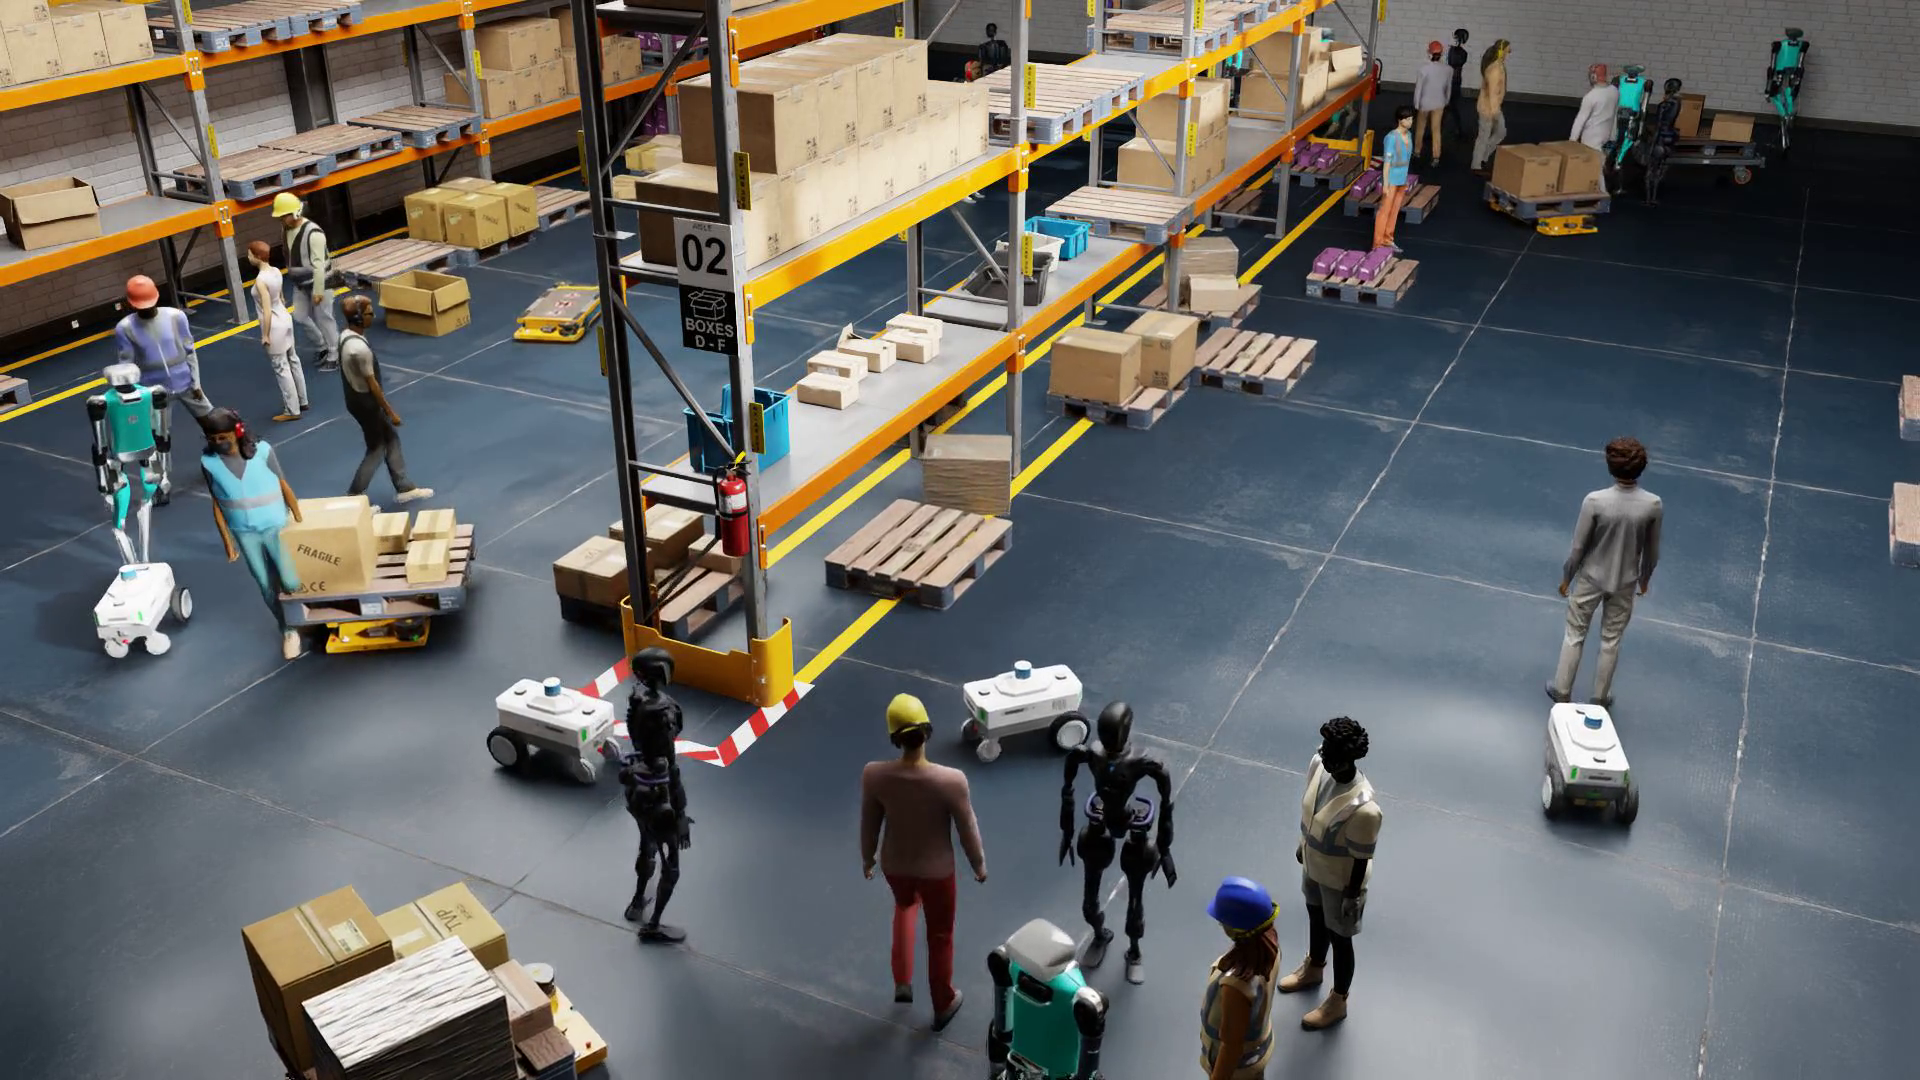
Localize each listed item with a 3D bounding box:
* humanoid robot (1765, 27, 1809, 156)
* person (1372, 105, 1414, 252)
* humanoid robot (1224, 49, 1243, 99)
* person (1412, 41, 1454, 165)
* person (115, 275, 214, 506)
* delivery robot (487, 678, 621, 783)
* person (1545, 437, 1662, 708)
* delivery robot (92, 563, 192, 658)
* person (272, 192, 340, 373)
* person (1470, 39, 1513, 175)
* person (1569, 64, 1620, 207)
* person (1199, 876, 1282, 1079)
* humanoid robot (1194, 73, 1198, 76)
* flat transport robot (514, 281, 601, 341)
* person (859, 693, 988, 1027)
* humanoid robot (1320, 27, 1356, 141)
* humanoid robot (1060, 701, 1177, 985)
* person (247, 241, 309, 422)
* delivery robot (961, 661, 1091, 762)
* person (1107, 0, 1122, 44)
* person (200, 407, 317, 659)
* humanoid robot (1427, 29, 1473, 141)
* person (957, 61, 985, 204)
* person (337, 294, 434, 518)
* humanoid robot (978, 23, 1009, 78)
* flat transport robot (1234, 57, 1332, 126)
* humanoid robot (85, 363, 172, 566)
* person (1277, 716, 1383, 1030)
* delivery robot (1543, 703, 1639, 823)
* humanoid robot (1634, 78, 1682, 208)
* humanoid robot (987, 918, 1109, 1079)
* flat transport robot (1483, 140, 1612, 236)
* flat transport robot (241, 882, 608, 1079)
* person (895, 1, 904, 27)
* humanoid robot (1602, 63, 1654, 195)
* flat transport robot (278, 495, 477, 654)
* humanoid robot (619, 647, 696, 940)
[{"bbox_3d":[12.170,-6.516,24.315,0.540,1.781,0.918,-1,26,-3],"label":"humanoid robot"},{"bbox_3d":[5.148,-4.245,19.666,0.303,1.764,0.508,24,35,39],"label":"person"},{"bbox_3d":[3.866,-6.822,24.828,0.688,1.738,0.535,4,27,8],"label":"humanoid robot"},{"bbox_3d":[6.758,-6.273,23.830,0.553,1.694,0.936,1,26,1],"label":"person"},{"bbox_3d":[-6.396,-1.270,13.518,0.775,1.896,0.560,-16,30,-29],"label":"person"},{"bbox_3d":[-2.500,1.126,10.203,0.791,0.614,0.499,12,29,23],"label":"delivery robot"},{"bbox_3d":[4.065,0.251,10.443,0.576,1.896,0.402,4,27,9],"label":"person"},{"bbox_3d":[-5.711,0.451,11.566,0.501,0.614,0.785,-3,26,-6],"label":"delivery robot"},{"bbox_3d":[-6.287,-2.477,16.060,0.597,1.802,0.458,16,31,30],"label":"person"},{"bbox_3d":[7.410,-5.998,23.099,0.473,1.862,0.558,13,29,24],"label":"person"},{"bbox_3d":[8.120,-5.222,21.541,0.653,1.844,1.010,-19,32,-33],"label":"person"},{"bbox_3d":[1.118,2.108,6.819,0.308,1.777,0.461,12,29,22],"label":"person"},{"bbox_3d":[3.111,-6.029,23.379,0.608,1.638,0.470,21,33,36],"label":"humanoid robot"},{"bbox_3d":[-4.189,-2.428,17.683,0.659,0.231,1.431,3,26,6],"label":"flat transport robot"},{"bbox_3d":[-0.171,1.549,7.996,0.614,1.728,0.402,9,28,17],"label":"person"},{"bbox_3d":[5.606,-6.608,24.483,0.831,1.772,0.534,15,30,27],"label":"humanoid robot"},{"bbox_3d":[0.786,1.477,8.224,0.613,1.639,0.404,8,28,17],"label":"humanoid robot"},{"bbox_3d":[-6.187,-1.889,15.025,0.273,1.657,0.464,0,26,1],"label":"person"},{"bbox_3d":[0.393,1.021,10.358,0.738,0.563,0.499,-10,28,-19],"label":"delivery robot"},{"bbox_3d":[2.643,-8.993,29.071,0.410,1.931,0.530,-7,27,-14],"label":"person"},{"bbox_3d":[-4.666,-0.059,11.125,0.572,1.842,0.457,-5,27,-11],"label":"person"},{"bbox_3d":[7.476,-6.856,25.074,0.749,1.622,0.592,1,26,1],"label":"humanoid robot"},{"bbox_3d":[0.107,-5.367,21.857,0.378,1.835,0.562,10,28,20],"label":"person"},{"bbox_3d":[-4.673,-1.057,13.161,0.726,1.818,0.520,-11,29,-22],"label":"person"},{"bbox_3d":[0.564,-7.032,25.403,0.589,1.646,0.458,-15,30,-28],"label":"humanoid robot"},{"bbox_3d":[5.142,-6.794,26.501,1.431,0.231,0.659,21,33,36],"label":"flat transport robot"},{"bbox_3d":[-6.070,-0.501,12.155,0.575,1.771,0.825,-22,34,-37],"label":"humanoid robot"},{"bbox_3d":[1.789,1.577,7.991,0.319,1.693,0.531,-8,28,-16],"label":"person"},{"bbox_3d":[3.709,1.298,9.843,0.499,0.603,0.803,4,27,7],"label":"delivery robot"},{"bbox_3d":[9.122,-5.157,21.595,0.329,1.651,0.589,22,34,37],"label":"humanoid robot"},{"bbox_3d":[0.195,2.354,6.428,0.543,1.856,0.673,22,34,37],"label":"humanoid robot"},{"bbox_3d":[7.427,-4.153,21.167,0.659,0.231,1.431,-6,27,-12],"label":"flat transport robot"},{"bbox_3d":[-2.439,2.492,7.744,1.431,0.231,0.659,-20,32,-34],"label":"flat transport robot"},{"bbox_3d":[-1.002,-9.507,30.224,0.363,1.828,0.518,13,29,25],"label":"person"},{"bbox_3d":[8.633,-5.353,21.786,0.533,1.677,0.735,19,32,33],"label":"humanoid robot"},{"bbox_3d":[-4.127,0.382,12.006,0.659,0.231,1.431,-4,27,-9],"label":"flat transport robot"},{"bbox_3d":[-1.592,1.298,8.576,0.378,1.639,0.600,-15,30,-28],"label":"humanoid robot"}]
